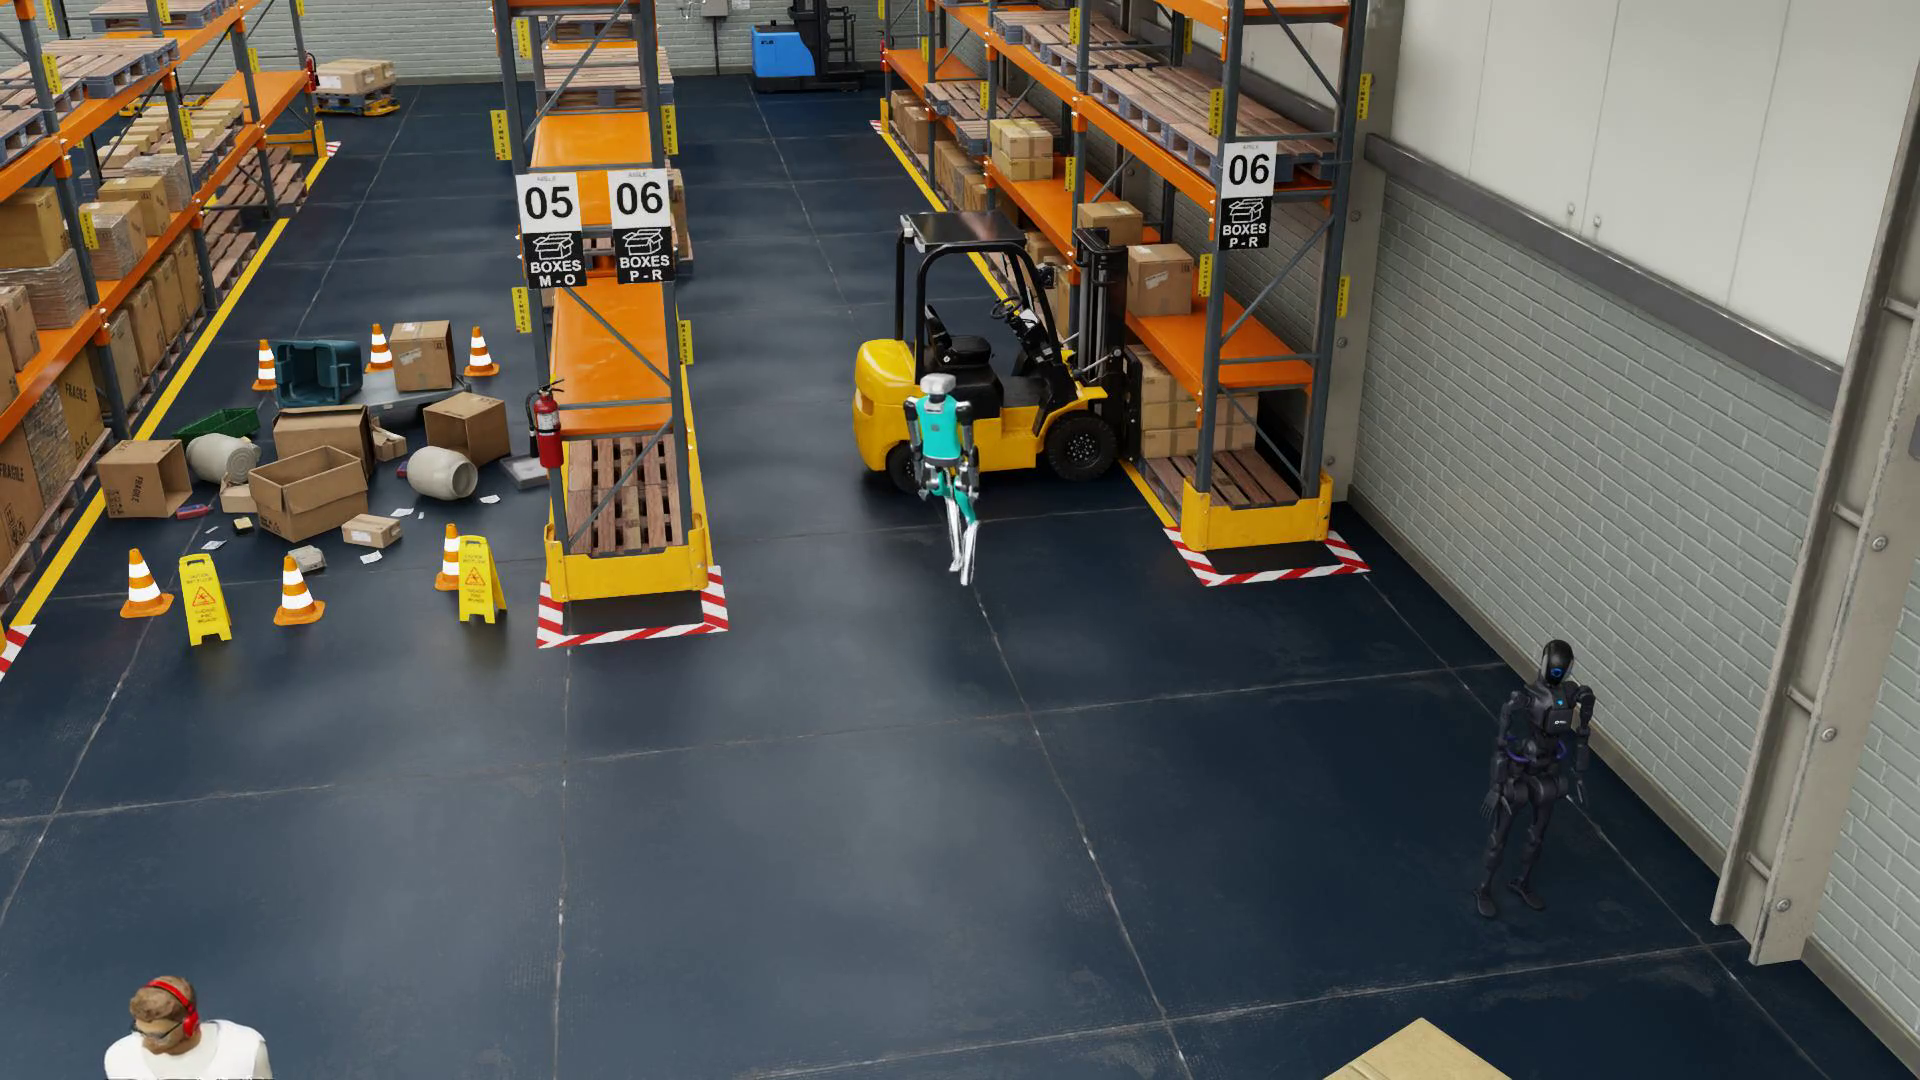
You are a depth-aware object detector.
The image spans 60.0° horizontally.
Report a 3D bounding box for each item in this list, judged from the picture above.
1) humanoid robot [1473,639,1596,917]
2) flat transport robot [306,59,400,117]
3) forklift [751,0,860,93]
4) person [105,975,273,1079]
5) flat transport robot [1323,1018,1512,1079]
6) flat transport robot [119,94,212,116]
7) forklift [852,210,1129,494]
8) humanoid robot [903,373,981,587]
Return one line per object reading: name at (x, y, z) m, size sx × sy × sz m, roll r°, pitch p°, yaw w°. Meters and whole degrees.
humanoid robot at (3.067, 1.263, 8.858) m, size 0.599 × 1.655 × 0.315 m, roll -5°, pitch 26°, yaw -10°
flat transport robot at (-10.516, -7.531, 28.814) m, size 1.431 × 0.231 × 0.659 m, roll 6°, pitch 26°, yaw 12°
forklift at (-2.872, -9.679, 30.288) m, size 1.873 × 2.768 × 1.129 m, roll -5°, pitch 26°, yaw -10°
person at (-2.850, 2.380, 6.356) m, size 0.562 × 1.841 × 0.393 m, roll -4°, pitch 26°, yaw -9°
flat transport robot at (1.706, 3.192, 6.482) m, size 1.431 × 0.231 × 0.659 m, roll -5°, pitch 26°, yaw -10°
flat transport robot at (-13.718, -7.518, 28.787) m, size 1.431 × 0.231 × 0.659 m, roll -5°, pitch 26°, yaw -10°
forklift at (0.216, -1.659, 14.366) m, size 2.313 × 2.155 × 1.214 m, roll -5°, pitch 26°, yaw -10°
humanoid robot at (-0.052, -0.486, 12.437) m, size 0.552 × 1.771 × 0.788 m, roll 9°, pitch 27°, yaw 17°
